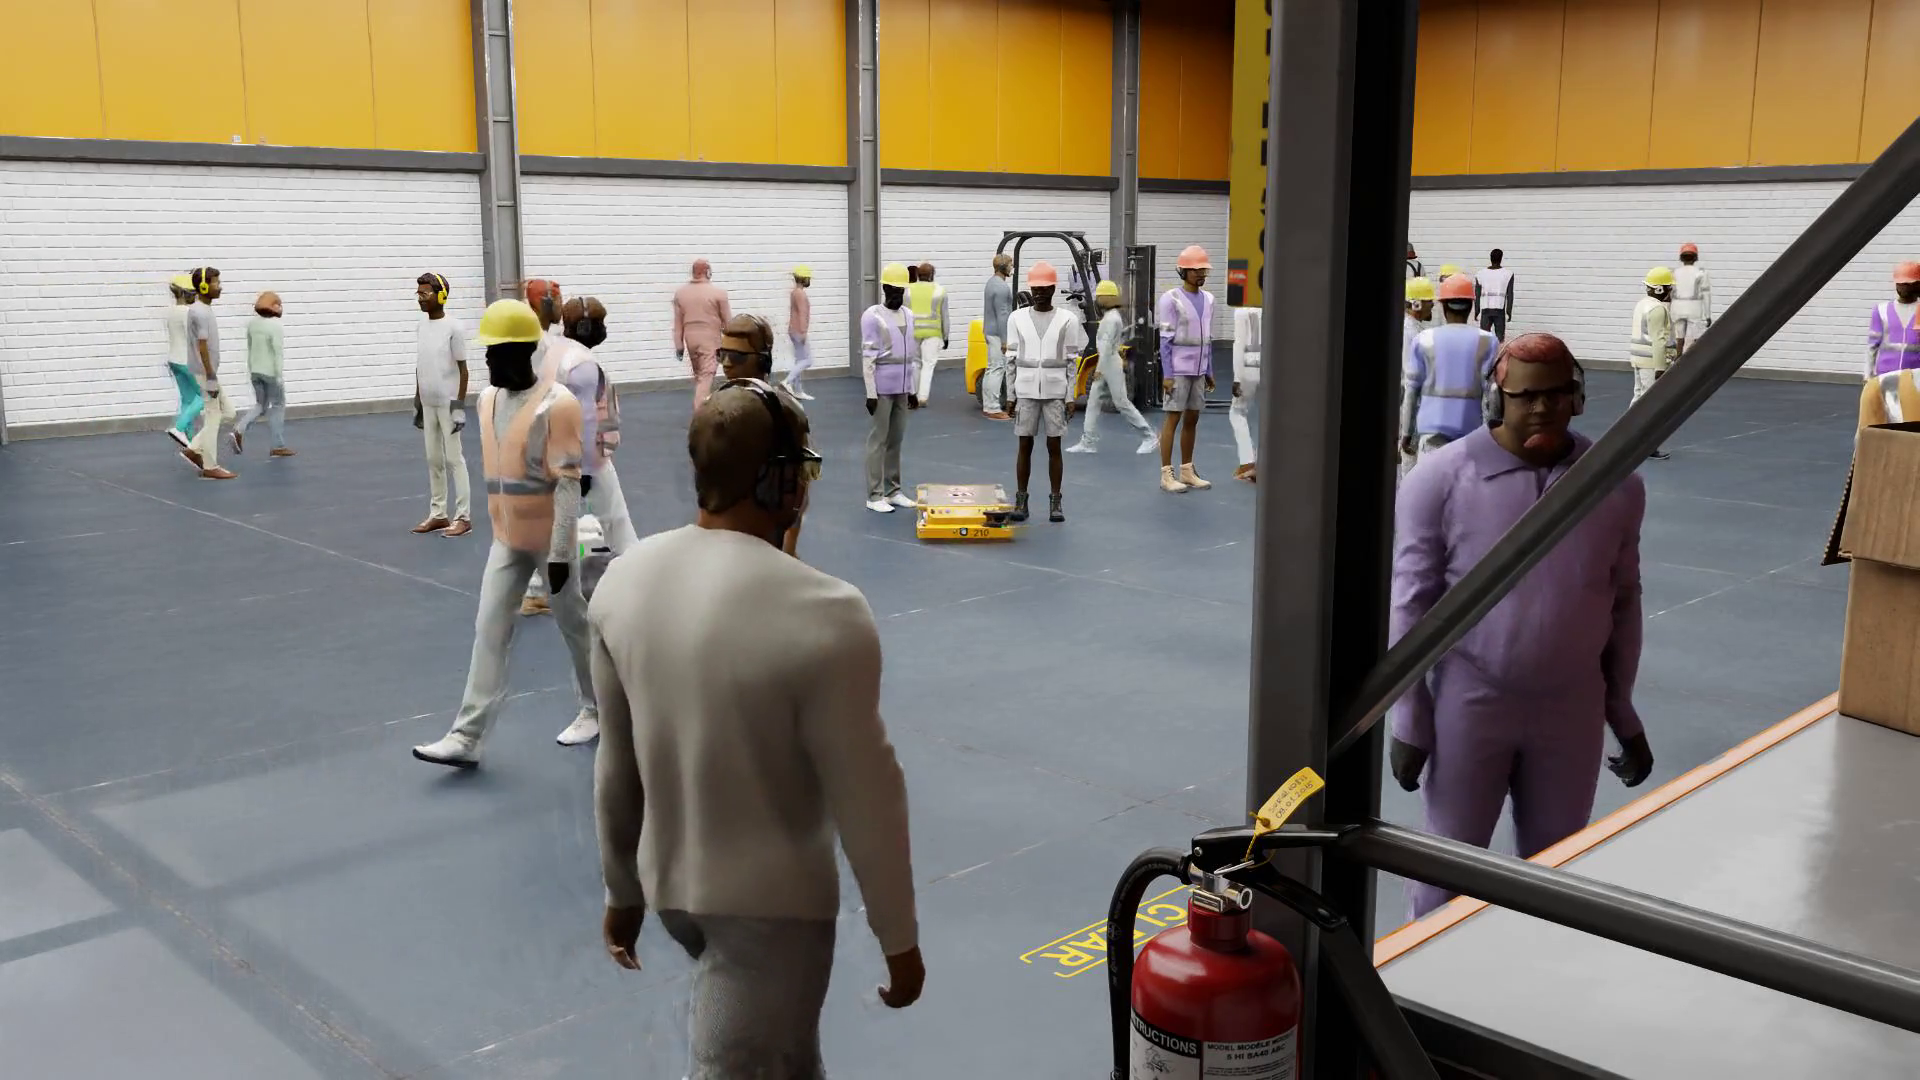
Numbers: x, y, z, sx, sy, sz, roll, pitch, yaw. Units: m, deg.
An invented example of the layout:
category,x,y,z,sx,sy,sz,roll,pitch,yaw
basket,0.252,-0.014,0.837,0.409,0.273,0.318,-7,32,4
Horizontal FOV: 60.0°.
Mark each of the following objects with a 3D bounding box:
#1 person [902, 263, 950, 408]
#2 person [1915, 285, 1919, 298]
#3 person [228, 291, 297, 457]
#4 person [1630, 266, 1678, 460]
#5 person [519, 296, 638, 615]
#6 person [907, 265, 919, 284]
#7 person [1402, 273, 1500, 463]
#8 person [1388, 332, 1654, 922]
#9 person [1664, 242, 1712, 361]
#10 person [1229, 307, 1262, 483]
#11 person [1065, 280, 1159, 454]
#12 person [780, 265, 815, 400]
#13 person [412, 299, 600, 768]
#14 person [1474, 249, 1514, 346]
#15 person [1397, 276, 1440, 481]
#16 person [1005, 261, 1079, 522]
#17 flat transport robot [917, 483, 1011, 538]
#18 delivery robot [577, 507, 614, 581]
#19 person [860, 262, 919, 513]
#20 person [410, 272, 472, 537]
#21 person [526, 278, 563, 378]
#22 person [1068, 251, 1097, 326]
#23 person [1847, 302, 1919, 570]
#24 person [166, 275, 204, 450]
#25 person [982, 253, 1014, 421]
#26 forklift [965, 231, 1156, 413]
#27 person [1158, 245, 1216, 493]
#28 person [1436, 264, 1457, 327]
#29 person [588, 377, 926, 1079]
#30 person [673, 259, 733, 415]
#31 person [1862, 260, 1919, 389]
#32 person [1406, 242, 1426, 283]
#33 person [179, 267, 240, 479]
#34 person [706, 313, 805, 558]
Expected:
category,x,y,z,sx,sy,sz,roll,pitch,yaw
person,-0.444,-2.557,20.779,0.633,1.796,0.947,2,11,11
person,9.350,-1.671,16.194,0.318,1.698,0.533,-6,12,-30
person,-6.684,-1.569,15.890,0.518,1.611,0.573,6,12,30
person,6.642,-1.693,15.941,0.403,1.835,0.588,1,10,4
person,-2.089,-0.471,9.393,0.957,1.791,0.639,-7,12,-32
person,-0.714,-3.213,24.631,0.531,1.691,0.321,4,11,20
person,3.077,-0.705,10.456,0.559,1.918,0.865,2,11,13
person,1.441,0.418,4.337,0.677,1.907,0.592,0,10,-1
person,10.462,-3.257,23.924,0.669,2.029,0.623,9,14,42
person,2.558,-1.407,14.276,0.613,1.867,0.532,-4,11,-23
person,1.519,-1.687,16.262,0.876,1.706,0.500,0,10,-2
person,-2.075,-2.671,21.483,0.440,1.745,0.538,-4,11,-20
person,-1.780,-0.023,6.709,0.609,1.870,0.974,7,12,33
person,8.419,-3.628,26.268,0.590,1.916,0.396,4,11,22
person,3.476,-1.141,12.972,0.525,1.816,0.600,3,11,15
person,0.606,-1.096,12.403,0.544,1.939,0.354,1,10,6
flat transport robot,0.013,-0.228,12.215,0.652,0.197,1.431,0,10,-1
delivery robot,-2.130,0.024,9.812,0.477,0.478,0.707,-4,11,-20
person,-0.526,-1.184,12.918,0.384,1.924,0.589,7,13,35
person,-3.709,-0.957,11.826,0.513,1.872,0.328,6,12,31
person,-2.573,-0.682,10.346,0.568,1.860,0.613,-2,11,-9
person,2.011,-3.791,27.271,0.651,1.880,1.037,9,14,41
person,3.828,-0.034,6.609,0.542,1.939,0.363,3,11,17
person,-7.617,-1.736,16.397,0.548,1.740,0.406,9,14,42
person,0.446,-2.341,19.214,0.366,1.932,0.628,-2,11,-10
forklift,1.222,-2.721,20.561,2.313,2.155,1.214,2,11,13
person,1.915,-1.419,13.873,0.605,2.045,0.388,-8,13,-38
person,6.989,-3.051,23.637,0.844,1.736,0.530,1,10,3
person,-0.395,0.649,3.040,0.651,1.890,1.036,9,13,39
person,-2.810,-2.196,18.620,0.648,1.859,0.986,4,11,21
person,8.087,-1.436,14.305,0.581,1.916,0.470,7,13,35
person,7.360,-3.933,27.593,0.684,2.000,0.536,-8,13,-37
person,-6.556,-1.446,14.517,0.425,1.857,0.555,-4,11,-22
person,-0.835,0.028,6.545,0.526,1.830,0.406,7,12,33
